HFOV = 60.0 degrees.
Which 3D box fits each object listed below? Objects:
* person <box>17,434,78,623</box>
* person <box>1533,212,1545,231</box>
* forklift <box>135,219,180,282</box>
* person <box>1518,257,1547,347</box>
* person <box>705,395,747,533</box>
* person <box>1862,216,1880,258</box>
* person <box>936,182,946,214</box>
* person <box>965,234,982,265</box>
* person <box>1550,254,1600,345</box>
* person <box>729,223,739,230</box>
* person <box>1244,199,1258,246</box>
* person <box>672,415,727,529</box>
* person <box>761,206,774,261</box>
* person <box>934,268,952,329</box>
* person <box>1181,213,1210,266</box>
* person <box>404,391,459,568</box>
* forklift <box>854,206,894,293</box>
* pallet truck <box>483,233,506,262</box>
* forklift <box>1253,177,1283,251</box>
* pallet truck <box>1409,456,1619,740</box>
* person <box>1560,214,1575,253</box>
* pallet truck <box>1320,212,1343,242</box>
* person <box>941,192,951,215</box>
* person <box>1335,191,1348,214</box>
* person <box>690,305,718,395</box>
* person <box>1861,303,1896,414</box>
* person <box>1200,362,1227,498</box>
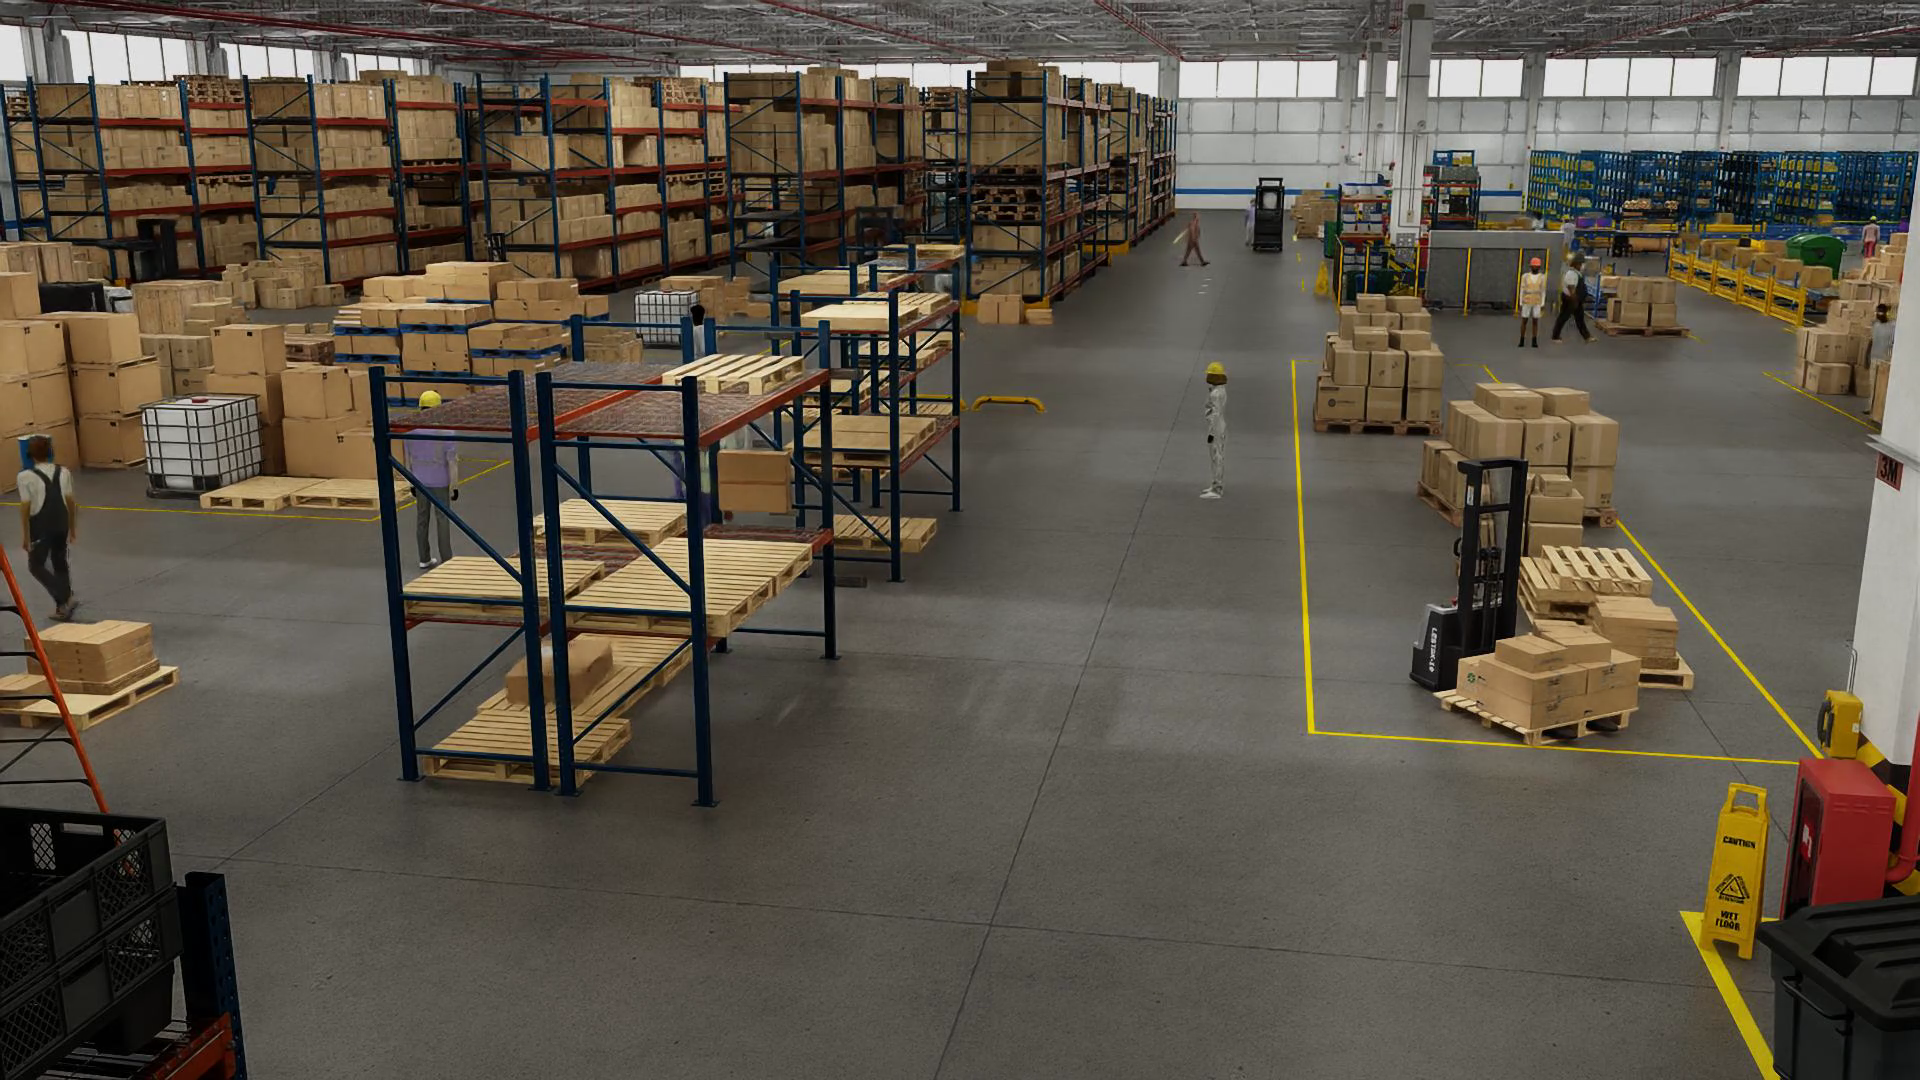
[{"bbox_3d":[-8.578,-0.088,15.714,0.471,1.832,0.528,8,16,28],"label":"person"},{"bbox_3d":[21.612,-11.427,62.118,0.546,1.644,0.863,-4,14,-15],"label":"person"},{"bbox_3d":[-16.510,-5.237,34.466,1.129,2.768,1.873,9,16,32],"label":"forklift"},{"bbox_3d":[12.393,-5.144,36.021,0.547,1.942,0.351,3,14,14],"label":"person"},{"bbox_3d":[-2.808,-1.035,19.369,0.655,1.924,0.521,-4,15,-17],"label":"person"},{"bbox_3d":[31.448,-10.322,57.459,0.530,1.750,0.667,10,17,34],"label":"person"},{"bbox_3d":[-1.119,-19.167,93.298,0.774,1.771,0.662,4,14,16],"label":"person"},{"bbox_3d":[0.438,-8.131,48.659,0.552,1.682,0.436,3,14,10],"label":"person"},{"bbox_3d":[13.463,-5.268,36.320,1.018,2.000,0.694,10,17,36],"label":"person"},{"bbox_3d":[-9.311,-12.840,67.974,0.532,1.587,0.875,2,14,9],"label":"person"},{"bbox_3d":[11.826,-12.858,67.422,0.656,1.896,0.957,6,15,22],"label":"person"},{"bbox_3d":[-2.676,-0.482,17.193,0.592,1.899,0.748,-8,16,-28],"label":"person"},{"bbox_3d":[-6.839,-11.023,59.847,0.595,1.981,1.044,-3,14,-14],"label":"person"},{"bbox_3d":[-0.367,-5.412,37.313,0.711,1.847,0.528,-6,15,-24],"label":"person"},{"bbox_3d":[8.113,-10.361,57.402,1.031,1.845,0.663,6,15,22],"label":"person"},{"bbox_3d":[-5.628,-0.637,17.783,0.581,1.919,0.400,2,14,7],"label":"person"},{"bbox_3d":[-2.069,-6.680,40.325,1.129,2.768,1.873,3,14,10],"label":"forklift"},{"bbox_3d":[-11.832,-7.026,43.548,1.885,1.965,0.823,8,16,28],"label":"pallet truck"},{"bbox_3d":[12.083,-12.747,64.956,1.129,2.768,1.873,3,14,10],"label":"forklift"},{"bbox_3d":[4.504,0.400,13.395,0.823,1.965,1.885,-6,15,-23],"label":"pallet truck"},{"bbox_3d":[20.628,-10.169,56.656,0.591,1.828,0.404,-7,15,-25],"label":"person"},{"bbox_3d":[15.874,-13.227,70.310,0.680,1.201,1.601,10,17,35],"label":"pallet truck"},{"bbox_3d":[-0.772,-18.827,91.993,0.541,1.745,0.512,1,14,5],"label":"person"},{"bbox_3d":[17.477,-15.103,76.489,0.611,1.922,1.083,-9,17,-34],"label":"person"},{"bbox_3d":[-4.071,-2.721,26.178,0.395,1.953,0.620,12,18,40],"label":"person"},{"bbox_3d":[15.115,-2.971,27.376,0.390,1.853,0.560,-5,15,-19],"label":"person"},{"bbox_3d":[3.246,-1.404,21.245,0.295,1.744,0.484,4,14,16],"label":"person"}]
